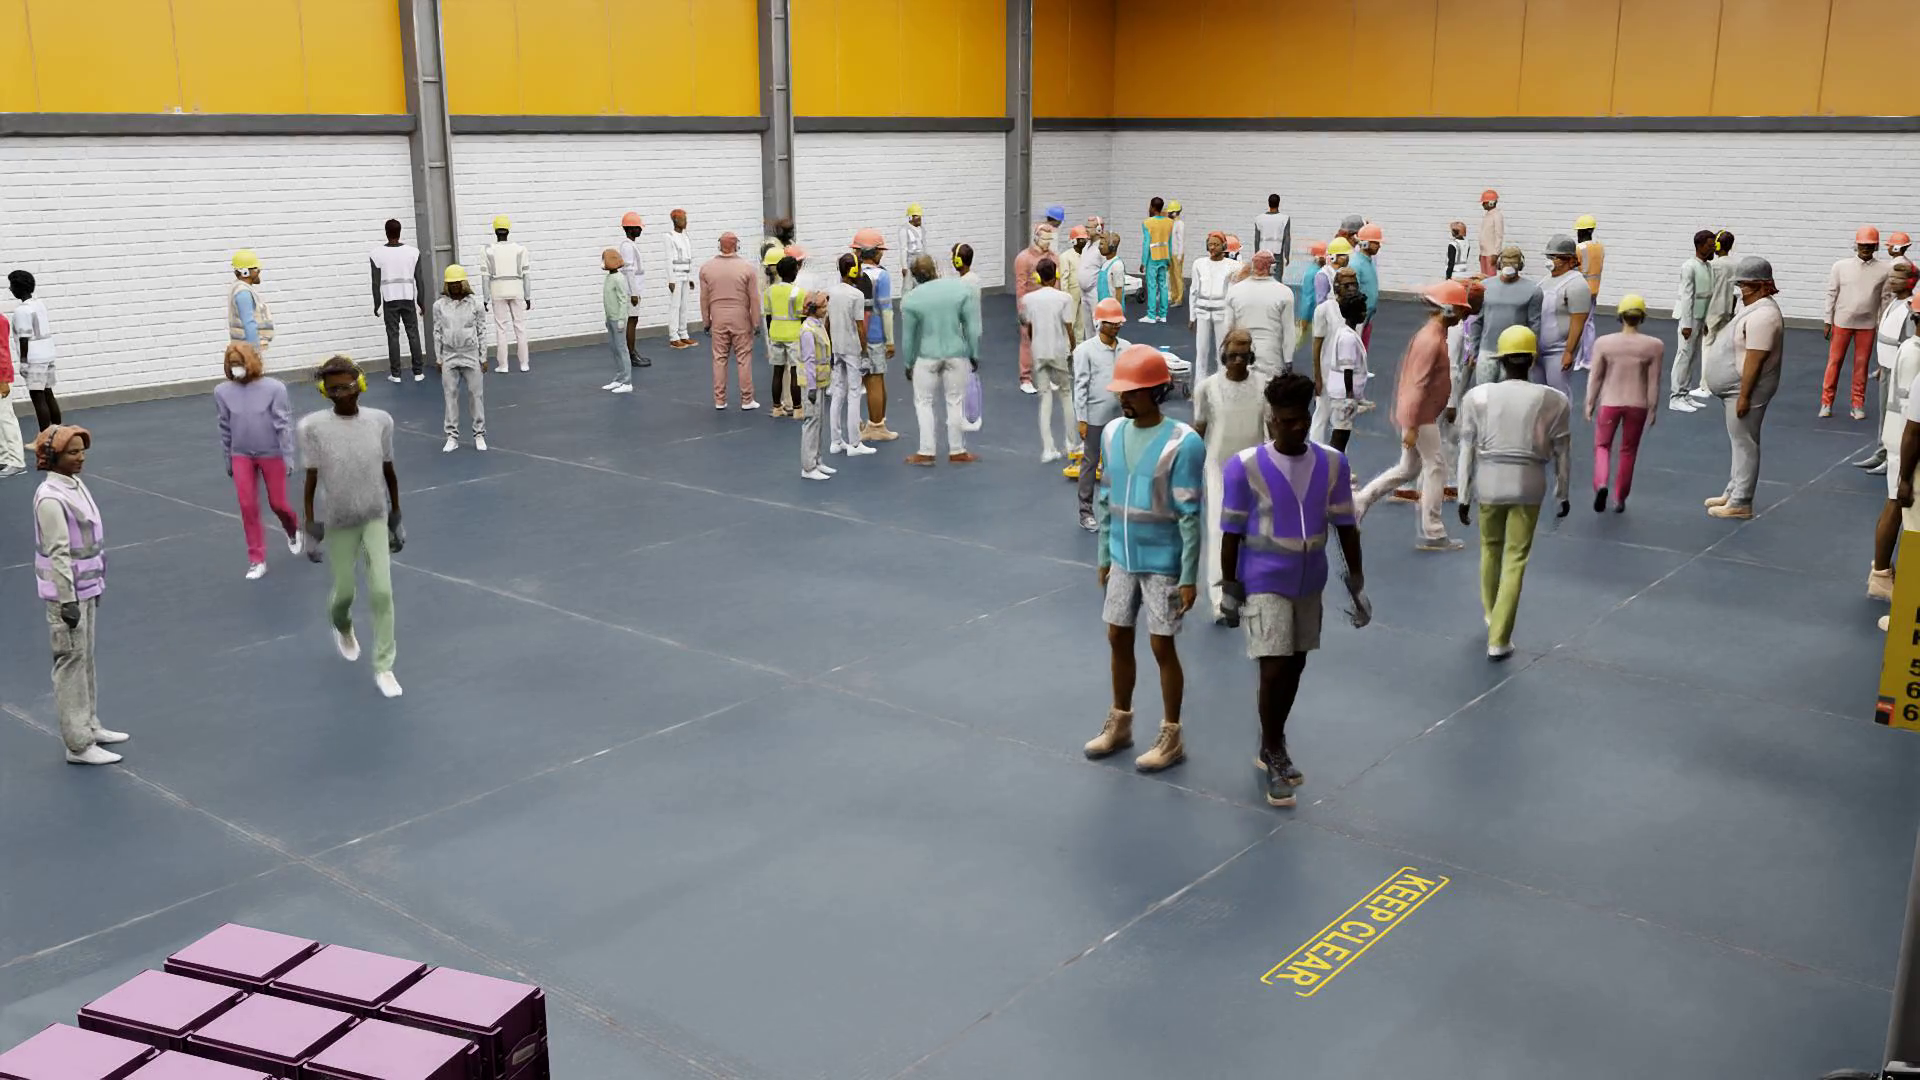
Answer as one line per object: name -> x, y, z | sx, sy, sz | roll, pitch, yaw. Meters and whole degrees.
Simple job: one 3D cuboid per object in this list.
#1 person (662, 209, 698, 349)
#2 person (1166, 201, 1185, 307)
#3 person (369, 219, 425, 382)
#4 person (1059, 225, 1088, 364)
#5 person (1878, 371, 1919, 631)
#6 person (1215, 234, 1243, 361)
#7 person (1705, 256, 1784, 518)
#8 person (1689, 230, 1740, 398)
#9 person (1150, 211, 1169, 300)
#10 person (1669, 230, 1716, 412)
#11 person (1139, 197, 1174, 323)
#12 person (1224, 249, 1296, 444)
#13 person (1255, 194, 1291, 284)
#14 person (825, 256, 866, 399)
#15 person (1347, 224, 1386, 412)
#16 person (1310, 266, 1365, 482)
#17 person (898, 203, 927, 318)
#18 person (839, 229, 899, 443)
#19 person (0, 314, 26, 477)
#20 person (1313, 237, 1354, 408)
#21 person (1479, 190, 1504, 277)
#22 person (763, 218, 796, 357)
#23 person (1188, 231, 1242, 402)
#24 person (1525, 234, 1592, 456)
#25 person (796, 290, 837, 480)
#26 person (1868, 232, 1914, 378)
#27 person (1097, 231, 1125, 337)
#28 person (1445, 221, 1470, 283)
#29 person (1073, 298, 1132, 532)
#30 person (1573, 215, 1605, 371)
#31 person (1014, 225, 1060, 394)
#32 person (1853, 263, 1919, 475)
person -> -3.834, -3.579, 22.792 | 0.356, 1.885, 0.572 | 5, 15, 20
person -> 3.584, -4.780, 27.853 | 0.339, 1.761, 0.524 | -4, 15, -16
person -> -6.665, -2.838, 19.763 | 0.596, 1.916, 0.372 | -7, 16, -26
person -> 1.506, -3.136, 21.278 | 0.563, 1.755, 0.321 | -14, 19, -43
person -> 5.856, -0.428, 9.886 | 0.682, 2.000, 0.537 | -1, 14, -6
person -> 3.488, -3.130, 21.493 | 0.312, 1.639, 0.518 | 8, 16, 30
person -> 6.087, -1.200, 12.967 | 0.535, 2.000, 0.681 | 6, 15, 22
person -> 8.478, -2.524, 18.641 | 0.502, 1.862, 0.328 | -6, 15, -21
person -> 3.465, -4.957, 28.862 | 0.428, 1.600, 0.544 | 3, 14, 12
person -> 7.847, -2.347, 17.801 | 0.393, 1.920, 0.591 | 12, 18, 39
person -> 3.035, -4.319, 25.676 | 0.596, 1.921, 0.385 | -10, 17, -35
person -> 2.743, -1.694, 15.218 | 0.652, 1.906, 0.402 | 6, 15, 22
person -> 5.032, -4.607, 26.826 | 0.592, 1.922, 0.392 | 6, 15, 23
person -> -1.247, -2.378, 18.568 | 0.528, 1.586, 0.871 | 8, 16, 28
person -> 4.281, -2.359, 17.712 | 0.406, 1.986, 0.616 | 9, 17, 31
person -> 3.220, -1.396, 14.147 | 0.506, 1.847, 0.346 | -6, 15, -22
person -> -0.703, -4.236, 25.522 | 0.404, 1.834, 0.591 | 9, 17, 32
person -> -0.867, -1.959, 16.011 | 0.605, 2.038, 0.394 | 11, 18, 37
person -> -8.461, -1.420, 14.468 | 0.576, 1.737, 0.355 | 8, 16, 29
person -> 4.030, -2.323, 17.875 | 0.403, 1.835, 0.587 | 12, 18, 39
person -> 8.496, -4.622, 26.755 | 0.404, 1.983, 0.616 | -1, 14, -4
person -> -2.245, -3.269, 21.681 | 0.722, 1.817, 0.641 | 9, 17, 32
person -> 2.780, -2.435, 18.225 | 0.573, 1.883, 0.356 | 6, 15, 23
person -> 5.455, -1.804, 15.383 | 0.536, 2.000, 0.677 | -2, 14, -10
person -> -1.254, -1.332, 14.333 | 0.317, 1.632, 0.524 | 1, 14, 4
person -> 11.223, -2.828, 20.052 | 0.327, 1.753, 0.562 | 13, 19, 41
person -> 1.676, -2.543, 18.731 | 0.337, 1.845, 0.514 | -3, 14, -11
person -> 7.213, -3.804, 24.188 | 0.307, 1.641, 0.513 | 13, 19, 41
person -> 1.103, -0.949, 12.549 | 0.563, 1.752, 0.325 | -10, 17, -35
person -> 7.732, -3.065, 20.683 | 0.582, 1.919, 0.401 | -10, 17, -34
person -> 0.920, -2.634, 18.984 | 0.639, 1.903, 0.407 | -12, 18, -39
person -> 8.165, -1.483, 14.486 | 0.391, 1.850, 0.563 | 3, 14, 12
